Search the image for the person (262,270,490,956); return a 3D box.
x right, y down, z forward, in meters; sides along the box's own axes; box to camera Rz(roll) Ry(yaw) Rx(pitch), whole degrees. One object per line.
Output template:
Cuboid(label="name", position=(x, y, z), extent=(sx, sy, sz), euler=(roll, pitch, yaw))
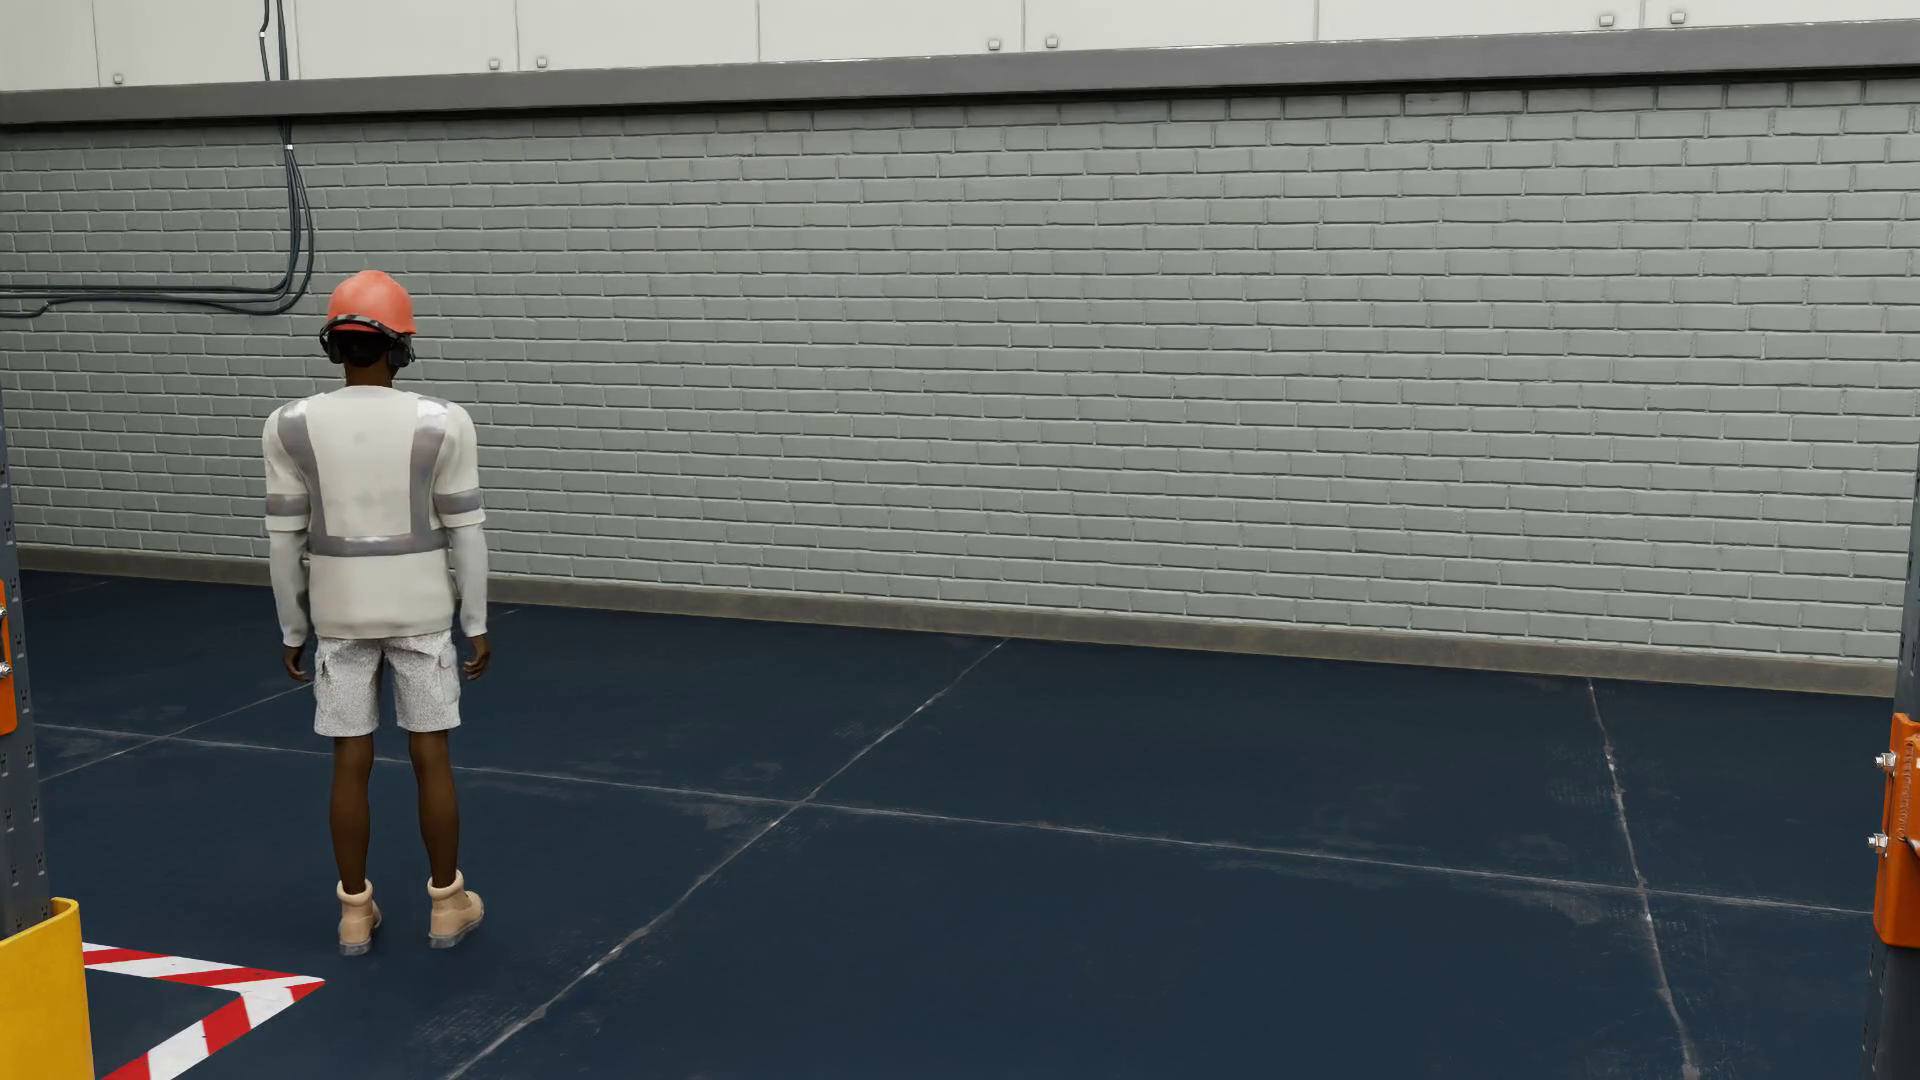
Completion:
Cuboid(label="person", position=(-1.723, 0.226, 4.987), extent=(0.614, 2.042, 0.376), euler=(-2, 10, -9))
